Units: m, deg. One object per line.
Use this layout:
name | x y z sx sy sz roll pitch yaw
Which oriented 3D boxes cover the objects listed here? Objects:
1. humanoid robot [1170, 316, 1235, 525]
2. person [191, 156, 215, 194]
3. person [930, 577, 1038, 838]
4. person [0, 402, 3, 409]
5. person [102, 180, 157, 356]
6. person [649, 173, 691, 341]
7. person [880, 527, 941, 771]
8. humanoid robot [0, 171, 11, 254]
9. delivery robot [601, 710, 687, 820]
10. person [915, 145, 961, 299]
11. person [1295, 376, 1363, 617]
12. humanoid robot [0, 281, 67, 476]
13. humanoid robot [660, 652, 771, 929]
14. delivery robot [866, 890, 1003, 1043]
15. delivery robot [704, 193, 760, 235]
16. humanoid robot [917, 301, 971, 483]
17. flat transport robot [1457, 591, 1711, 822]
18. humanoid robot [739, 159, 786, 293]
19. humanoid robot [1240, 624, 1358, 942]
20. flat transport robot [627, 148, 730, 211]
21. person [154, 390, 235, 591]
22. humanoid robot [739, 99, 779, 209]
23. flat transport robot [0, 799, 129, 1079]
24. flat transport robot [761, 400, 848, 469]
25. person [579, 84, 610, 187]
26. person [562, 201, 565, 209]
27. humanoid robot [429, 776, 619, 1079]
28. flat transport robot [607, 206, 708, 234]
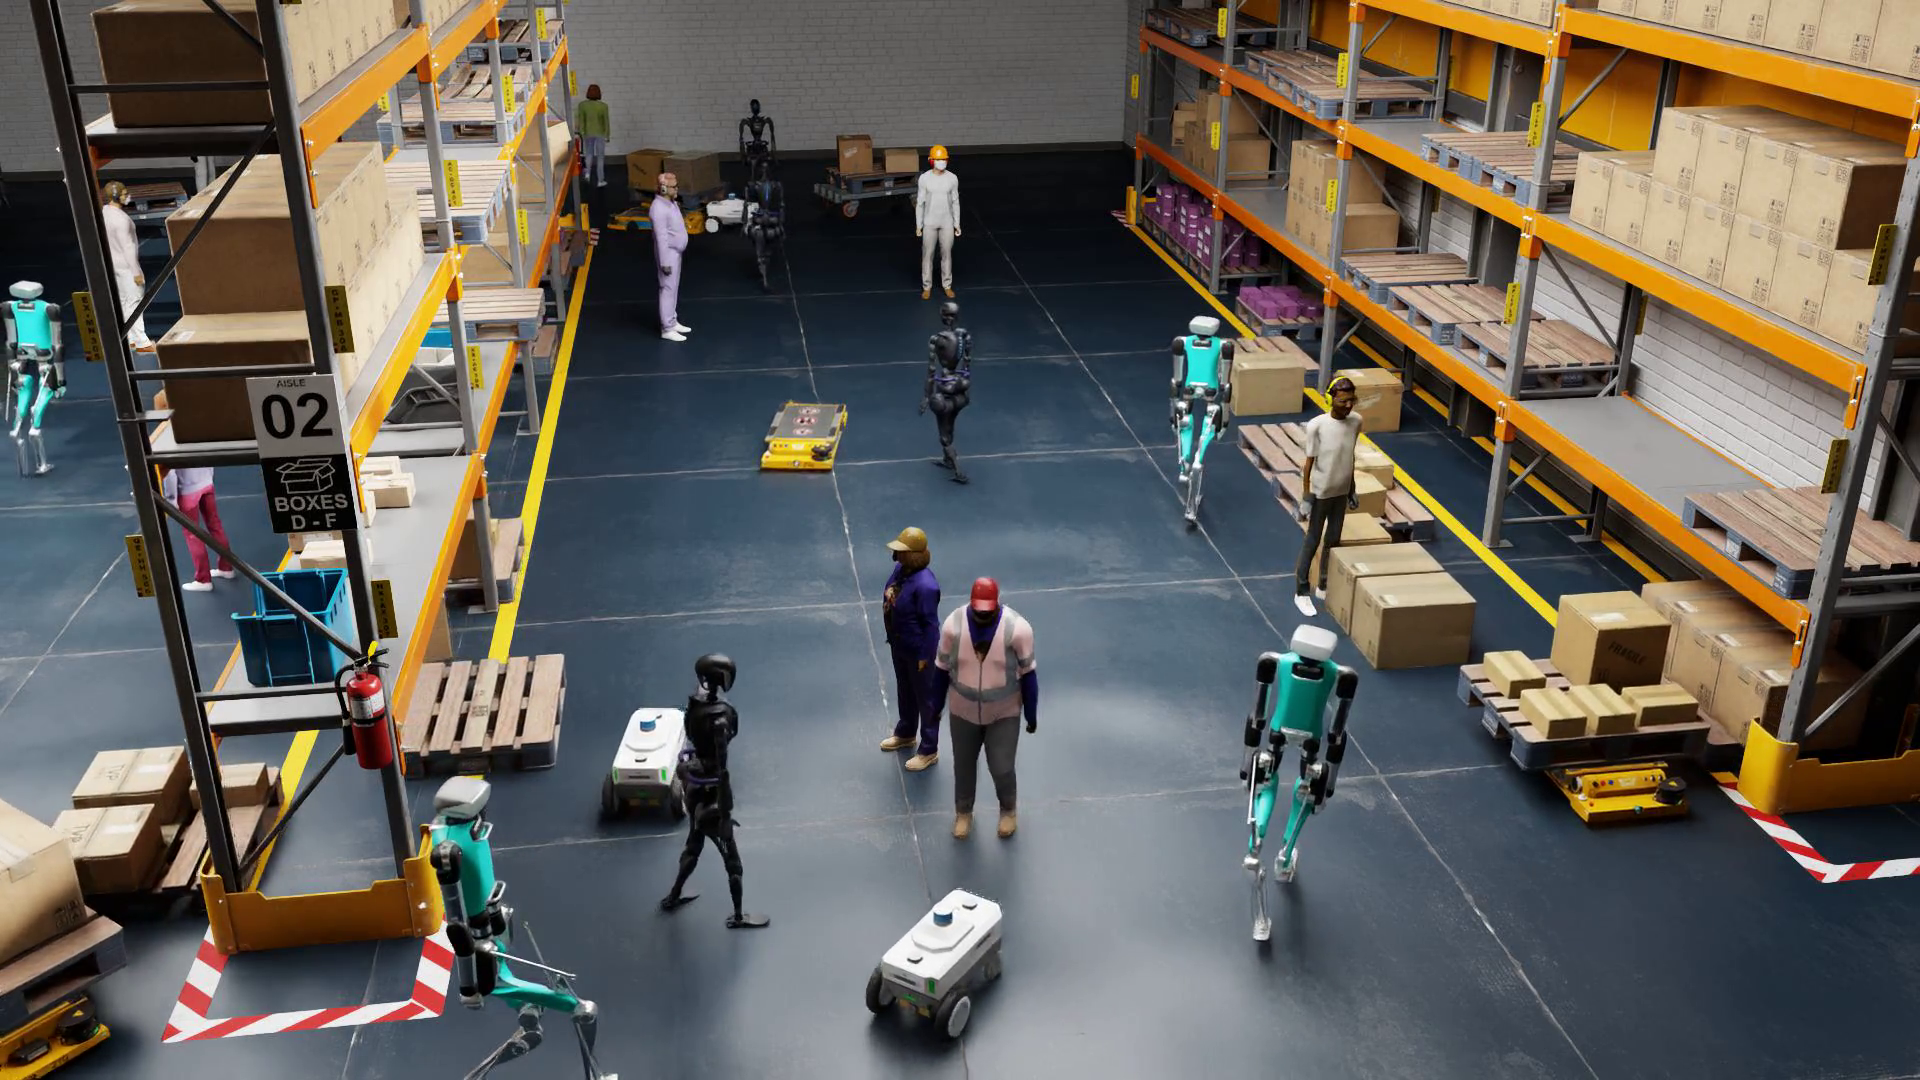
humanoid robot | 1.965 -0.939 14.046 0.530 1.774 1.002 8 25 17
person | -11.522 -5.935 25.261 0.429 1.832 0.632 1 24 3
person | 0.133 0.980 9.621 0.638 1.734 0.443 4 24 10
person | -10.069 -2.238 16.685 0.498 1.950 0.420 -16 28 -32
person | -9.259 -3.025 18.495 0.351 1.937 0.633 -20 31 -38
person | -3.304 -3.250 19.048 0.405 1.905 0.651 0 24 1
person | -0.310 0.666 10.471 0.322 1.624 0.450 -14 27 -29
humanoid robot | -13.238 -4.655 22.557 0.592 1.627 0.657 -14 27 -29
delivery robot | -1.905 1.371 10.220 0.499 0.612 0.796 0 24 0
person | -0.272 -3.941 20.633 0.565 1.898 0.351 -4 24 -9
person | 2.777 -0.336 12.465 0.527 1.859 0.312 -12 26 -26
humanoid robot | -8.421 -1.357 15.063 0.555 1.864 0.761 1 24 3
humanoid robot | -1.366 1.332 8.921 0.524 1.638 0.609 -9 25 -19
delivery robot | -0.098 2.141 8.468 0.499 0.614 0.811 14 27 29
delivery robot | -3.304 -4.705 24.041 0.792 0.595 0.499 4 24 10
humanoid robot | -0.132 -1.348 15.034 0.611 1.643 0.607 20 31 38
flat transport robot | 3.984 1.328 10.653 0.659 0.231 1.431 -3 24 -8
humanoid robot | -2.501 -3.986 21.093 0.627 1.644 0.743 -11 26 -23
humanoid robot | 1.757 1.343 8.839 0.581 1.739 1.070 6 24 12
flat transport robot | -4.218 -5.101 25.300 0.659 0.231 1.431 13 27 27
person | -5.951 -0.386 12.868 0.287 1.628 0.500 7 25 15
humanoid robot | -3.052 -5.852 25.256 0.586 1.651 0.338 -7 25 -15
flat transport robot | -4.983 2.345 8.336 1.431 0.231 0.659 15 28 31
flat transport robot | -1.481 -1.016 15.992 0.659 0.231 1.431 1 24 2
person | -5.915 -6.541 26.914 0.515 1.603 0.413 2 24 4
person | -6.277 -5.704 24.738 0.692 1.825 0.618 1 24 2
humanoid robot | -1.967 1.897 7.623 1.057 1.786 0.550 -1 24 -1
flat transport robot | -4.369 -4.665 24.307 1.431 0.231 0.659 6 24 13
